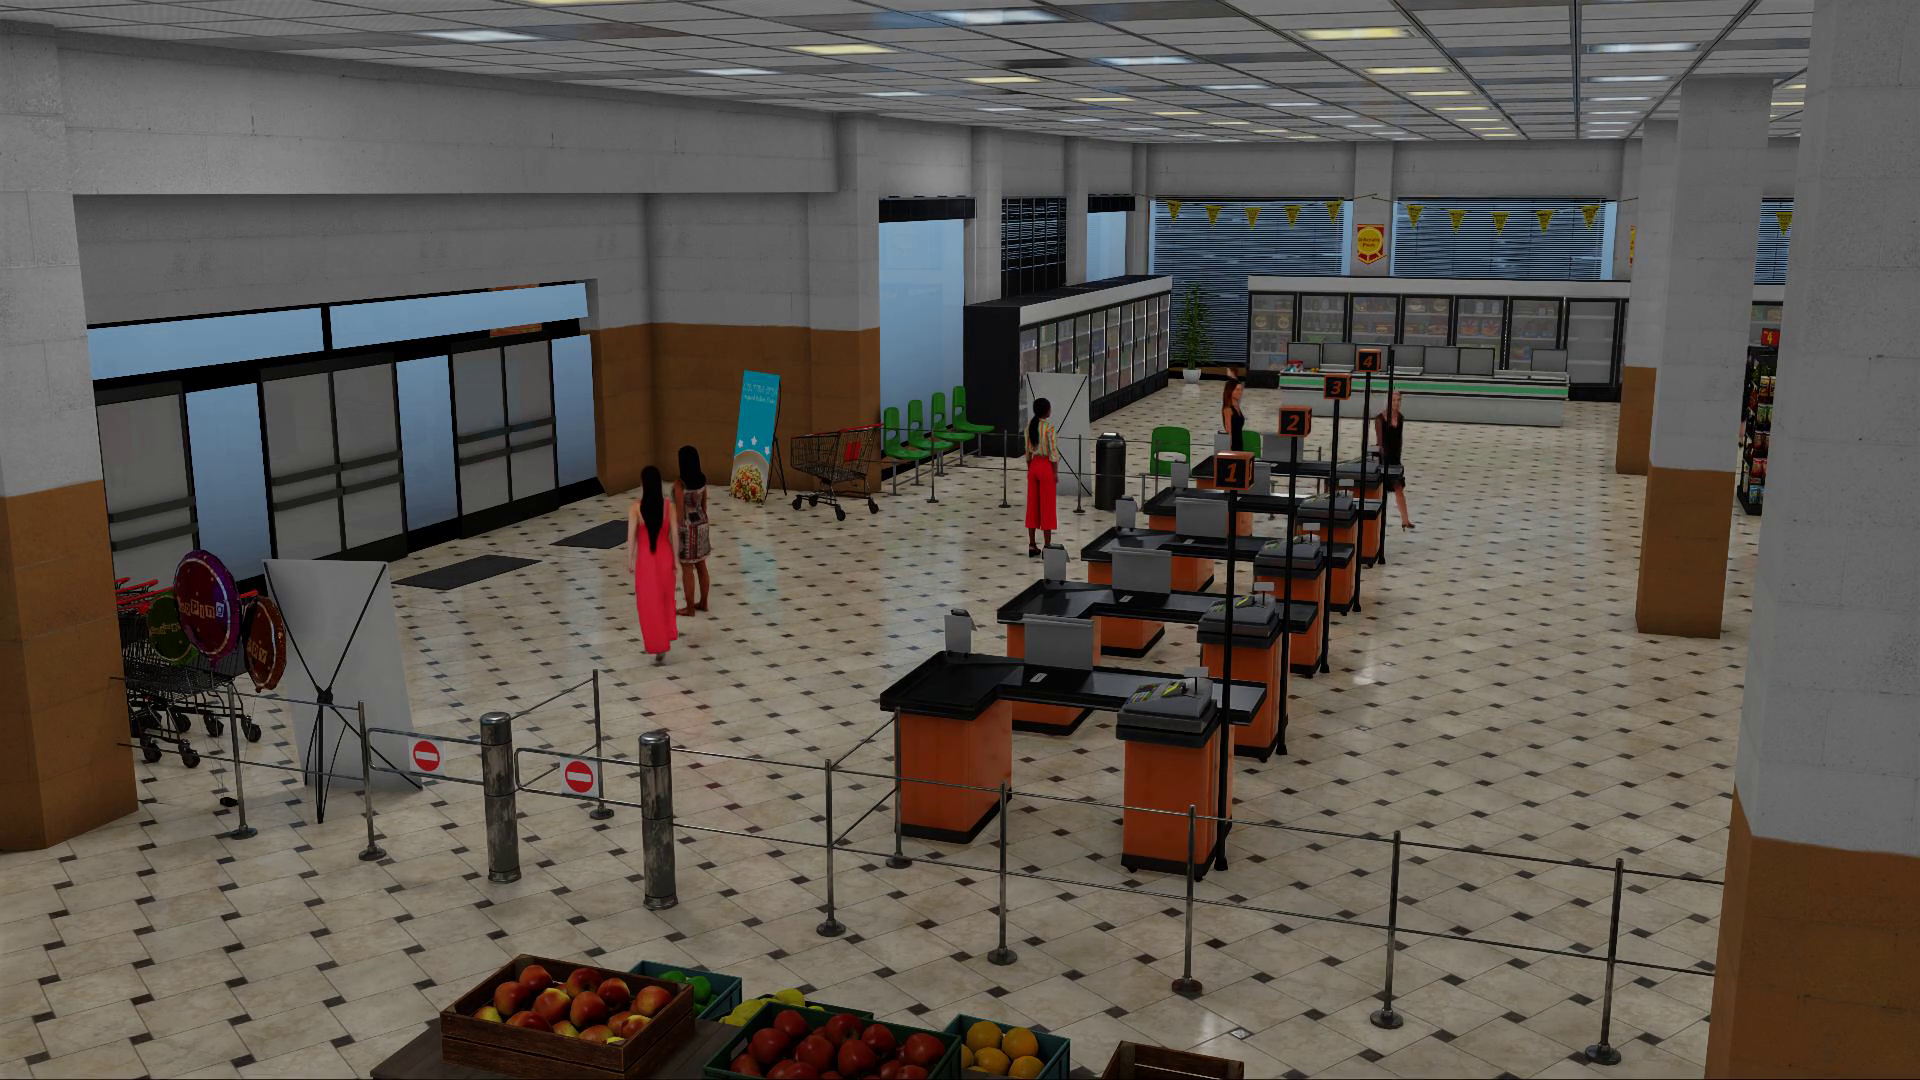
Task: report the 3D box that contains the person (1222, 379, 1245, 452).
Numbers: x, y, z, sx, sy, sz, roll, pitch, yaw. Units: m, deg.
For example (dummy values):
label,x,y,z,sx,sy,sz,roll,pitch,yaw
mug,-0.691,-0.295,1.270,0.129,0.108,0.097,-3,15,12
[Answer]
label,x,y,z,sx,sy,sz,roll,pitch,yaw
person,3.219,-0.996,19.822,0.537,1.834,0.593,5,13,24

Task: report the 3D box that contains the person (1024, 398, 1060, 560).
label,x,y,z,sx,sy,sz,roll,pitch,yaw
person,0.903,-0.691,18.479,0.586,1.792,0.733,10,16,40

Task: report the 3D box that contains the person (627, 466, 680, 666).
label,x,y,z,sx,sy,sz,roll,pitch,yaw
person,-2.593,0.239,14.260,0.823,1.711,0.888,-6,13,-27

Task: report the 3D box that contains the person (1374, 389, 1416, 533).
label,x,y,z,sx,sy,sz,roll,pitch,yaw
person,5.035,-0.933,19.867,1.088,1.693,1.072,-4,13,-20

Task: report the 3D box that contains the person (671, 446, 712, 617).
label,x,y,z,sx,sy,sz,roll,pitch,yaw
person,-2.589,-0.098,16.017,0.600,1.645,0.693,7,14,31

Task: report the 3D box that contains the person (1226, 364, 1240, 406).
label,x,y,z,sx,sy,sz,roll,pitch,yaw
person,4.592,-2.333,27.739,0.569,1.190,0.548,1,12,6
